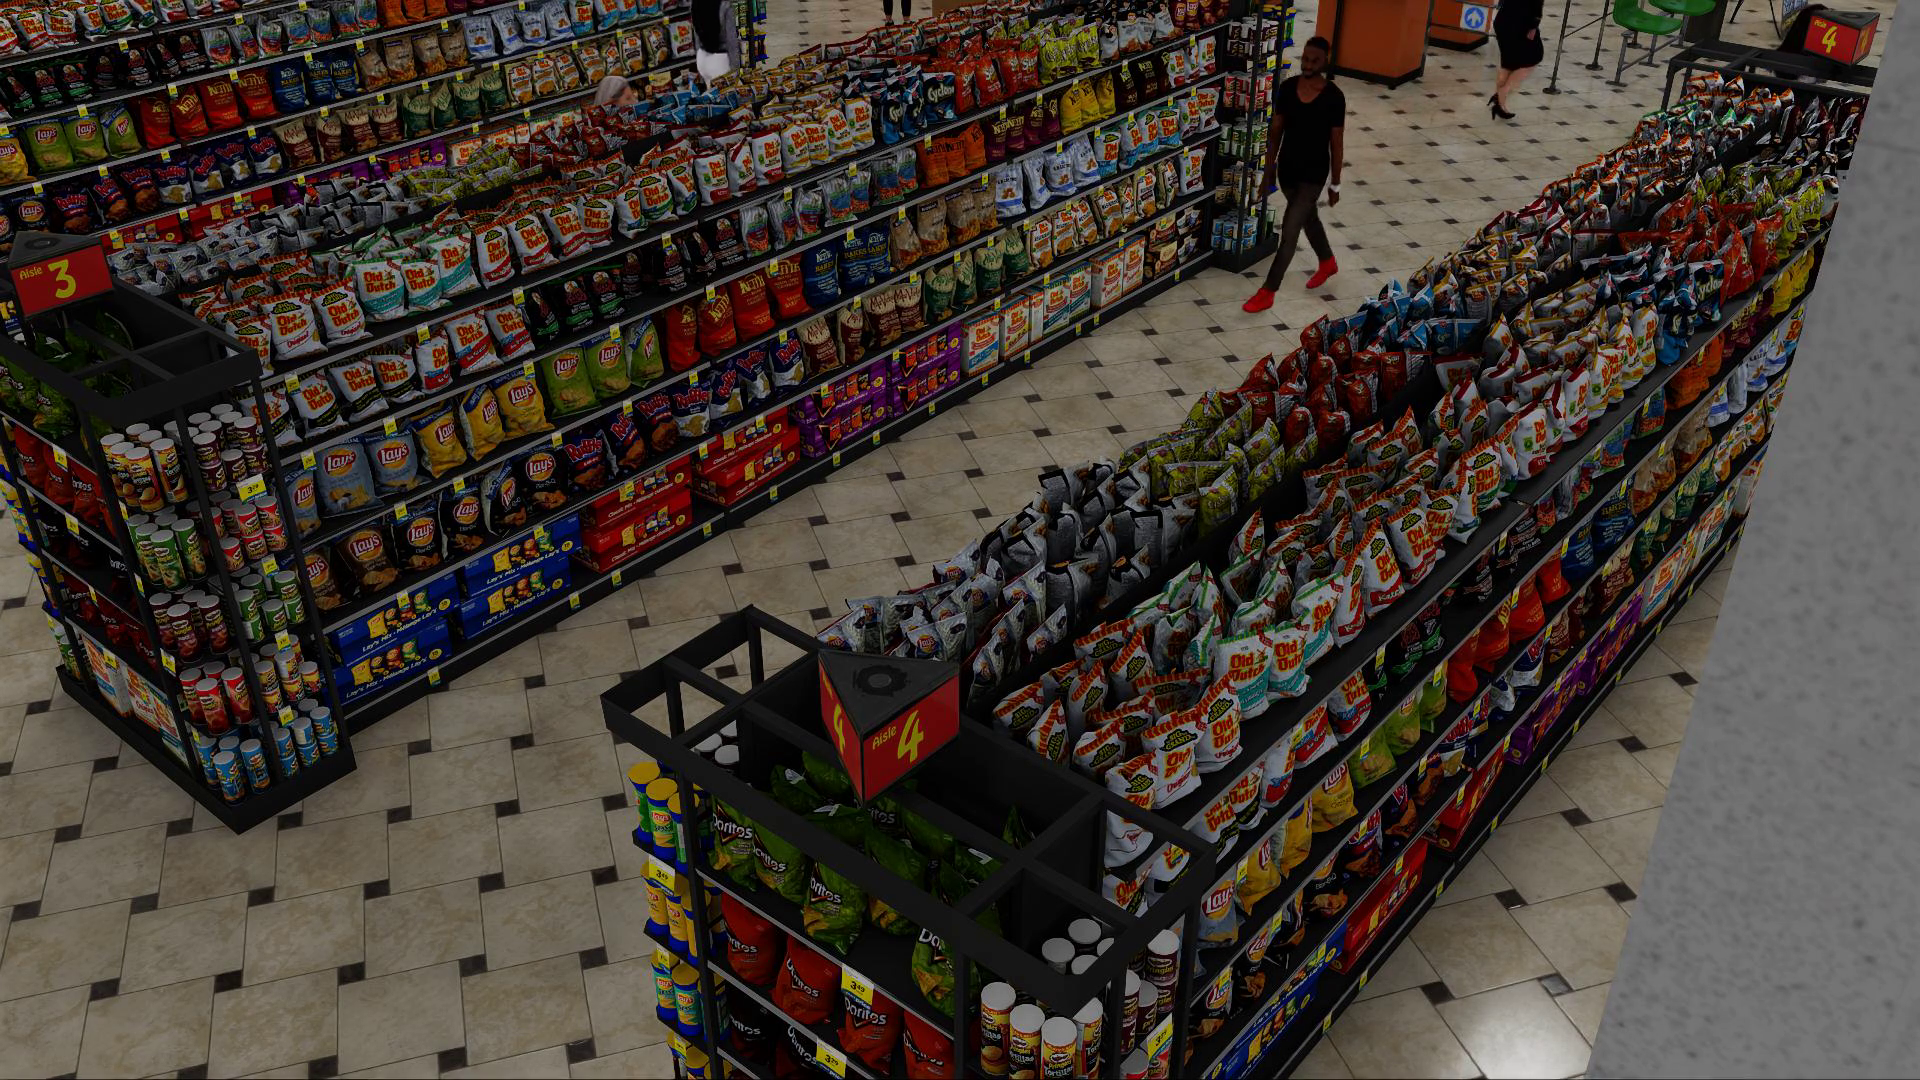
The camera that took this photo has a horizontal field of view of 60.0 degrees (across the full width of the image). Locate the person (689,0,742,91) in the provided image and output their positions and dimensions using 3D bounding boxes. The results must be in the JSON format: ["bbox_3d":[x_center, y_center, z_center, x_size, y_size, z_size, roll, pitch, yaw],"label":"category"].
[{"bbox_3d":[-1.920,-3.608,12.925,0.673,1.708,0.963,19,36,27],"label":"person"}]

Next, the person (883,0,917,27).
[{"bbox_3d":[-0.641,-5.936,16.886,0.654,1.476,0.658,7,32,10],"label":"person"}]

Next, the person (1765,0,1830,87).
[{"bbox_3d":[5.823,-2.927,11.846,0.889,1.691,0.673,-24,39,-33],"label":"person"}]

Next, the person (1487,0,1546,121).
[{"bbox_3d":[4.724,-4.411,14.260,0.849,1.660,0.822,-9,33,-15],"label":"person"}]

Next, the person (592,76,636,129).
[{"bbox_3d":[-2.091,-2.008,10.327,0.661,1.736,0.669,-18,36,-26],"label":"person"}]

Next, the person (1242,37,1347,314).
[{"bbox_3d":[2.319,-2.414,10.959,1.257,1.757,0.743,-26,40,-35],"label":"person"}]
